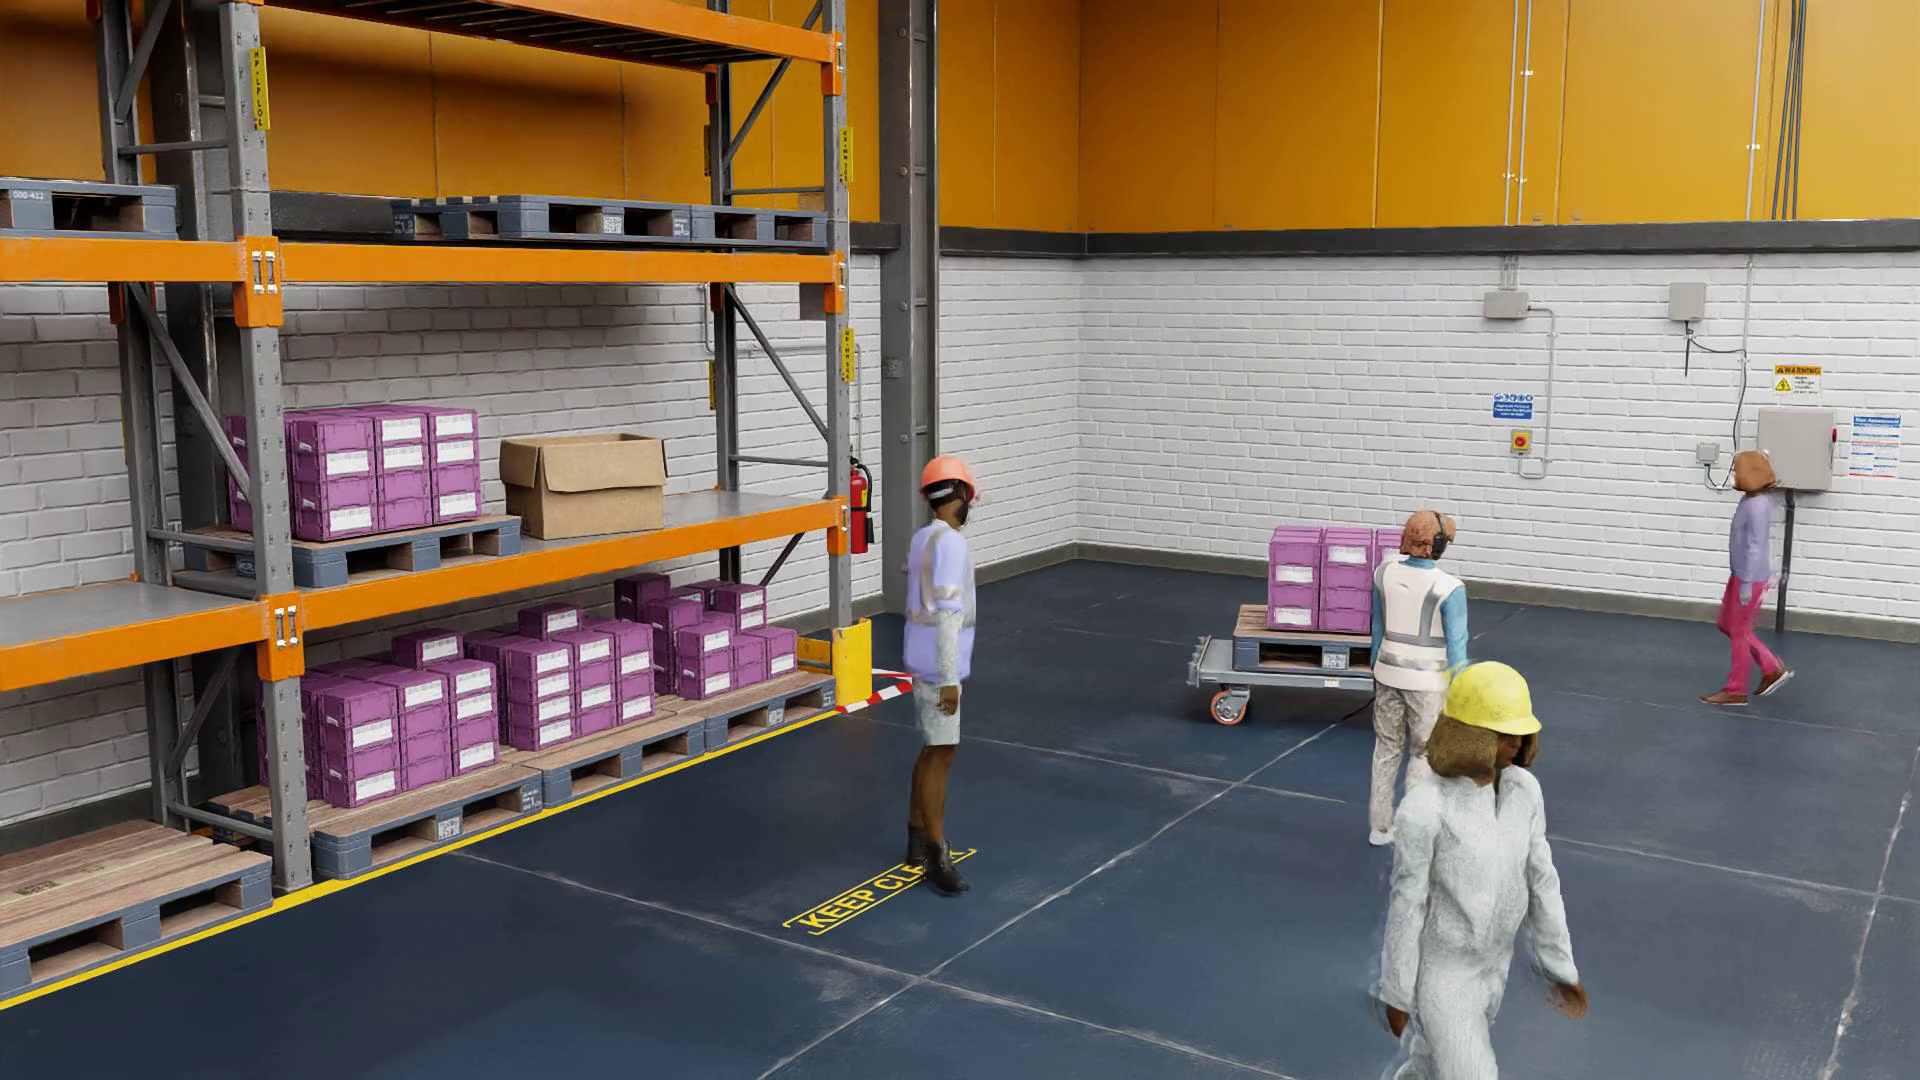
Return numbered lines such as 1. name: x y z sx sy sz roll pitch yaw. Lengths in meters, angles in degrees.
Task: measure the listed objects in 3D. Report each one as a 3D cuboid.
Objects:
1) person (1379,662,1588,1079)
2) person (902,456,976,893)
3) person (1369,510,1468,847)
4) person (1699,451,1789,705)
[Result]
1. person: 1.369 1.149 4.349 0.502 1.695 0.880 -6 11 -35
2. person: -0.057 0.589 7.424 0.374 1.890 0.695 -2 9 -13
3. person: 2.106 0.670 7.690 0.322 1.630 0.528 -6 11 -36
4. person: 4.956 0.247 10.442 0.421 1.620 0.525 3 9 18
